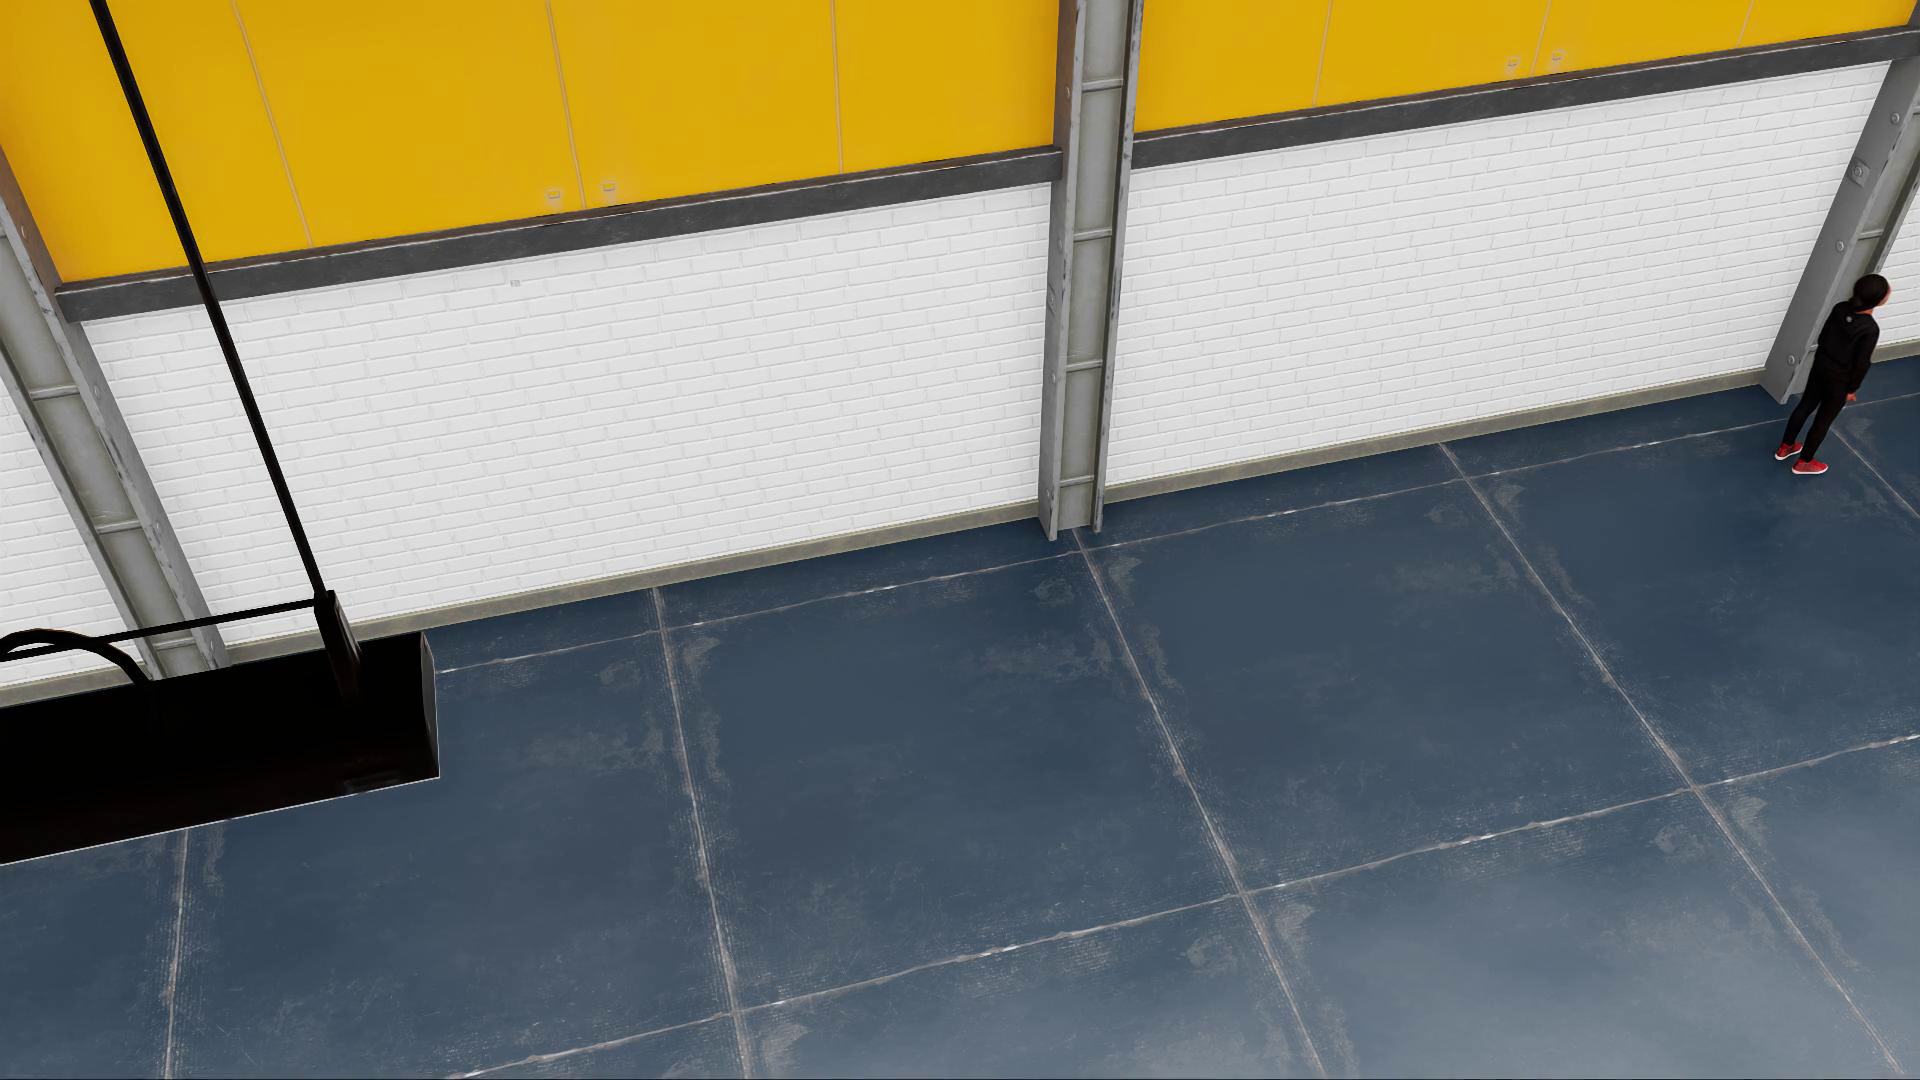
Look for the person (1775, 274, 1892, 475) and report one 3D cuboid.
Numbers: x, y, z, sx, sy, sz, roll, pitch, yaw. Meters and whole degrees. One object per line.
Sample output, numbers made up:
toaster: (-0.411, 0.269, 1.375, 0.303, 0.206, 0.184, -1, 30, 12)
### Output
person: (6.288, -1.195, 11.960, 0.539, 1.675, 0.600, -13, 45, -13)
